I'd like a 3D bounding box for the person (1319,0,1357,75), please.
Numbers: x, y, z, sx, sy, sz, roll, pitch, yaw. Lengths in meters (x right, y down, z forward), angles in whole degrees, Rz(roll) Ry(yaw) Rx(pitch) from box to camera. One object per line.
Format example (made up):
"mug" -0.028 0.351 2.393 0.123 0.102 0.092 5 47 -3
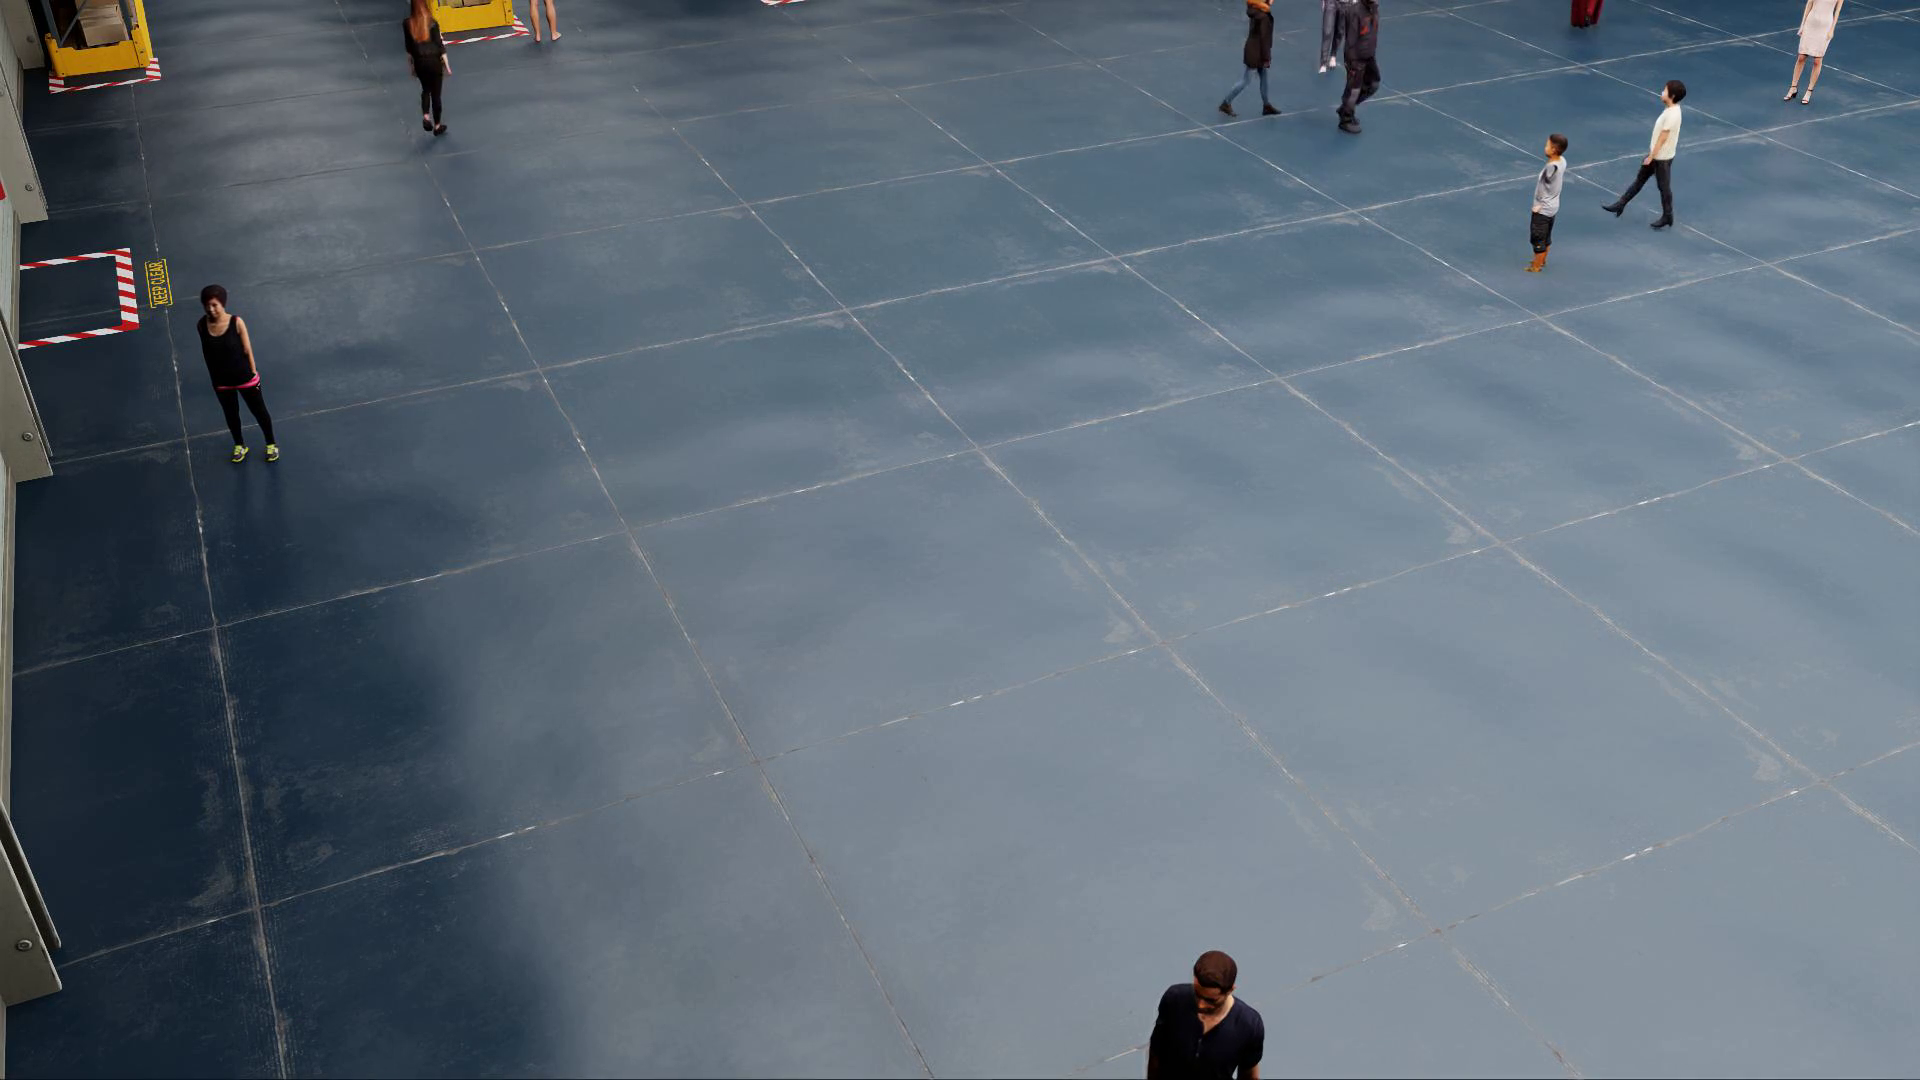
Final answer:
"person" 5.032 -7.126 22.102 0.969 1.734 1.155 4 33 6

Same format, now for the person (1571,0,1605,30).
"person" 9.000 -8.071 23.645 0.854 1.637 0.910 7 34 11

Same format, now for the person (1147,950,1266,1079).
"person" 1.044 2.442 7.285 0.697 1.849 0.764 12 35 18

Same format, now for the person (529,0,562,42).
"person" -5.912 -7.929 23.231 0.683 1.850 0.663 -4 33 -6

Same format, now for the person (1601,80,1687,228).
"person" 7.448 -4.015 17.483 1.045 1.555 0.988 11 34 16

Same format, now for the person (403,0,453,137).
"person" -6.388 -5.642 19.849 0.740 1.702 0.785 4 33 6

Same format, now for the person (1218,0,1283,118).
"person" 3.568 -5.977 20.456 0.998 1.602 1.084 2 33 2

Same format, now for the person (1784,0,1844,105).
"person" 10.813 -6.435 20.952 0.562 1.830 0.702 27 41 35

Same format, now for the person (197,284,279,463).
"person" -5.842 -1.348 13.388 0.603 1.549 0.611 -2 33 -2

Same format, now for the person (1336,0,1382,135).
"person" 4.737 -5.851 20.077 0.862 1.806 0.840 26 41 34

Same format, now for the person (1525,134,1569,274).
"person" 5.878 -3.409 16.644 0.656 1.455 0.650 20 38 27
